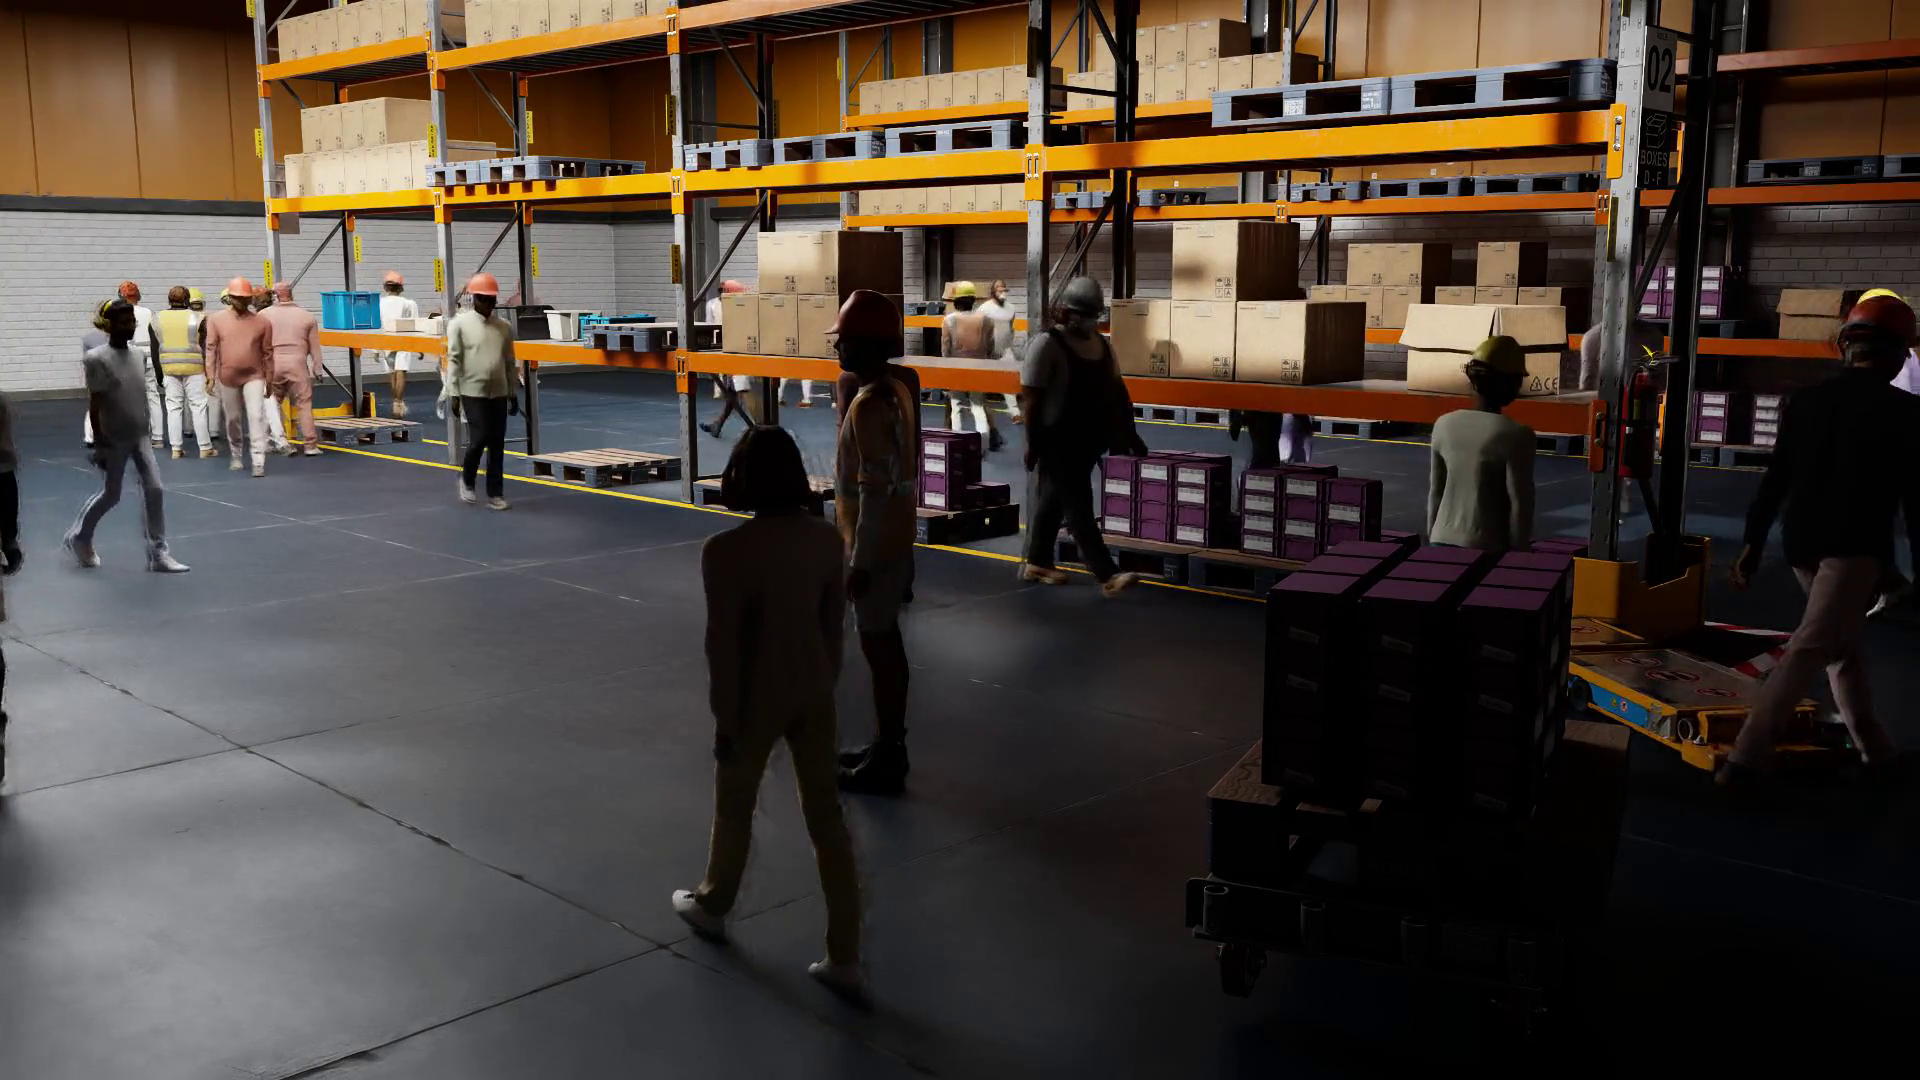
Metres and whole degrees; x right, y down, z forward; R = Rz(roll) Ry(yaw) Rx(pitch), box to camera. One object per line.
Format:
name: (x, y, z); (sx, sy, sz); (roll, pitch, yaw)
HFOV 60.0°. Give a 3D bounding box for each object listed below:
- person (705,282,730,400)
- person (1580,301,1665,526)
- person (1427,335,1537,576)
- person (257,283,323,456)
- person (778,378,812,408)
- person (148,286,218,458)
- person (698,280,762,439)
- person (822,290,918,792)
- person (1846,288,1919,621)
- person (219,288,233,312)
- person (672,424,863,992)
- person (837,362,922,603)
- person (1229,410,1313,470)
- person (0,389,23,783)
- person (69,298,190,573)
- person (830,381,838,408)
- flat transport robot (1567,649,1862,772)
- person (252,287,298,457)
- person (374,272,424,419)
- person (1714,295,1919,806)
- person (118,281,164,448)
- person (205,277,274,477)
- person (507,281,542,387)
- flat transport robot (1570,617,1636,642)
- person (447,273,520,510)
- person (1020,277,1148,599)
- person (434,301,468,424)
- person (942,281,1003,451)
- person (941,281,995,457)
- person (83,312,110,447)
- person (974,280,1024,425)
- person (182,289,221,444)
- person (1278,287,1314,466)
person: (-3.625, -3.059, 25.638); (0.656, 1.814, 0.782); (0, 9, 0)
person: (5.242, -1.067, 13.209); (0.658, 1.888, 0.493); (1, 9, 3)
person: (2.147, 0.040, 6.862); (0.377, 1.752, 0.523); (-6, 11, -33)
person: (-7.282, -1.835, 17.995); (0.733, 1.871, 0.642); (-4, 10, -24)
person: (-2.366, -2.845, 24.146); (0.677, 1.900, 0.423); (0, 9, 1)
person: (-8.285, -1.785, 17.769); (0.624, 1.845, 0.430); (-1, 9, -5)
person: (-2.672, -2.087, 19.477); (1.017, 1.878, 0.566); (3, 10, 20)
person: (-0.348, 0.007, 6.474); (0.354, 1.942, 0.545); (1, 9, 6)
person: (5.251, -0.476, 9.518); (0.597, 1.909, 0.449); (-7, 12, -37)
person: (-10.243, -2.673, 23.468); (0.548, 1.759, 0.349); (-1, 9, -5)
person: (-0.536, 0.457, 4.794); (0.515, 1.577, 0.878); (-8, 12, -39)
person: (-0.489, -0.486, 10.033); (0.522, 1.769, 0.317); (-2, 10, -14)
person: (2.356, -0.916, 12.318); (0.597, 1.888, 0.825); (-8, 12, -41)
person: (-3.984, 0.009, 6.501); (0.603, 1.939, 0.854); (-6, 11, -33)
person: (-5.623, -0.691, 11.093); (0.888, 1.840, 0.525); (3, 10, 20)
person: (-1.706, -2.822, 24.117); (0.507, 1.846, 0.345); (1, 9, 7)
flat transport robot: (3.176, 0.707, 7.288); (0.652, 0.197, 1.431); (-1, 9, -9)
person: (-7.507, -1.823, 18.075); (1.024, 1.835, 0.586); (8, 12, 40)
person: (-7.652, -2.639, 22.574); (0.620, 2.000, 1.067); (-1, 9, -5)
person: (3.351, 0.040, 6.356); (1.038, 1.931, 0.658); (-3, 10, -19)
person: (-9.201, -1.944, 18.607); (0.356, 1.886, 0.573); (4, 10, 25)
person: (-7.098, -1.618, 16.416); (0.620, 1.958, 0.981); (-4, 10, -22)
person: (-7.515, -3.591, 28.775); (0.637, 1.870, 0.940); (3, 10, 17)
flat transport robot: (2.735, 0.550, 8.251); (1.431, 0.197, 0.652); (-2, 9, -9)
person: (-3.971, -1.231, 13.927); (0.441, 1.984, 0.638); (9, 13, 43)
person: (0.759, -0.668, 10.308); (1.051, 2.000, 0.701); (8, 12, 41)
person: (-6.654, -2.332, 21.755); (0.416, 1.624, 0.538); (7, 12, 38)
person: (0.101, -1.934, 18.533); (0.973, 1.899, 0.560); (9, 13, 43)
person: (0.102, -1.803, 17.716); (0.591, 1.907, 0.749); (-2, 10, -14)
person: (-9.787, -1.852, 18.994); (0.531, 1.591, 0.848); (0, 9, 2)
person: (0.488, -2.429, 21.603); (0.652, 1.882, 1.042); (-7, 11, -35)
person: (-8.849, -2.017, 19.357); (0.607, 1.788, 0.892); (-6, 11, -34)
person: (2.598, -1.087, 13.350); (0.660, 1.883, 0.567); (-7, 12, -37)
